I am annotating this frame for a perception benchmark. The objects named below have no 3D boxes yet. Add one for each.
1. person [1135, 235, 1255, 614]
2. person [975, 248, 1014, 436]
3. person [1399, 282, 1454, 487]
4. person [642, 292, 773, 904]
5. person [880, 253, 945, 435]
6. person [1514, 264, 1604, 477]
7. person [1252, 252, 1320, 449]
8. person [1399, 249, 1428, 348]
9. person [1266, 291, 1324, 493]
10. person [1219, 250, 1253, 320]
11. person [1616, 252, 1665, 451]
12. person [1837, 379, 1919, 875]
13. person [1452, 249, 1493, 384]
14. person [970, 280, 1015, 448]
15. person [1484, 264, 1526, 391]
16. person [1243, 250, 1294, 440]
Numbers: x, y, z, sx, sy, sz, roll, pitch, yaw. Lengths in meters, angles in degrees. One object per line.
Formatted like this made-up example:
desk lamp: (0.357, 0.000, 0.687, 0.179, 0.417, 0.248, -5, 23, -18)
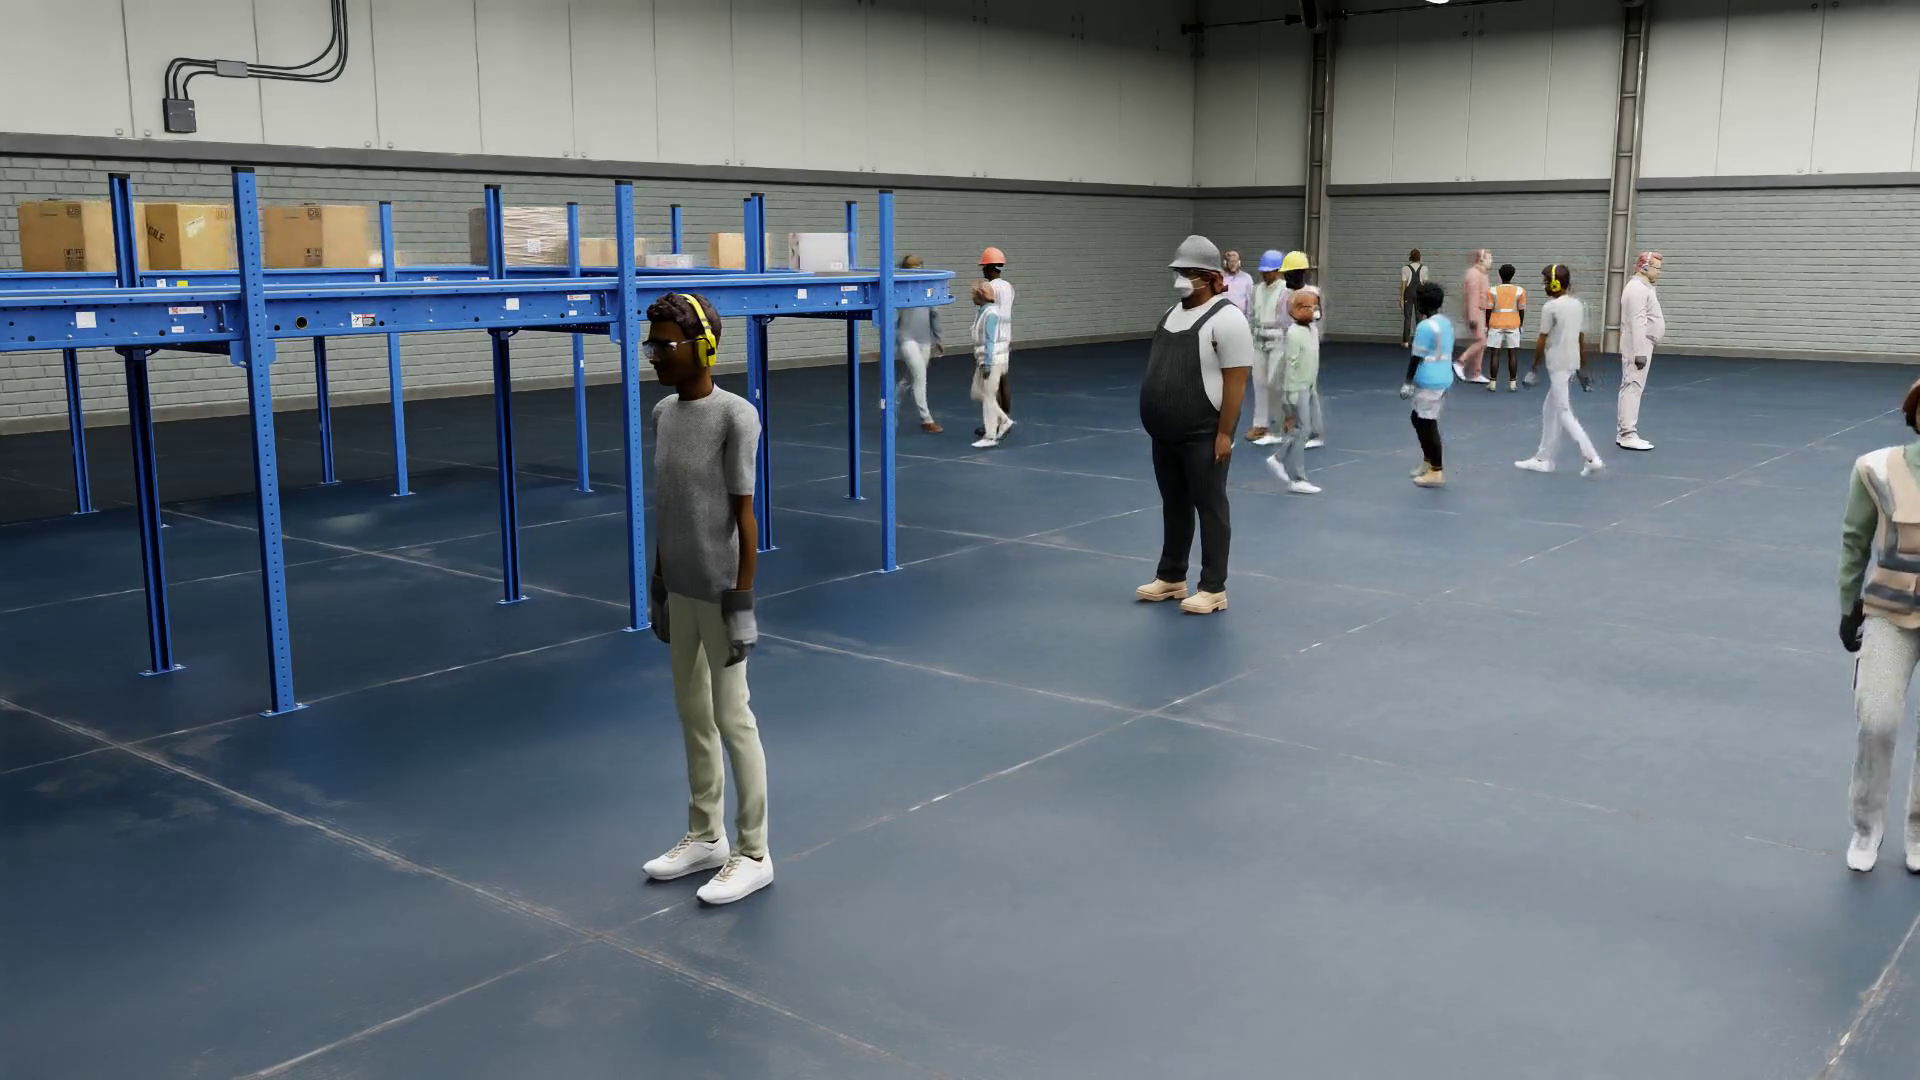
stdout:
person: (1.243, -0.615, 9.124, 0.538, 2.000, 0.684, -6, 12, -31)
person: (0.339, -2.056, 17.275, 0.362, 1.935, 0.553, 5, 11, 26)
person: (3.835, -1.285, 13.738, 0.484, 1.676, 0.535, 7, 12, 33)
person: (-0.794, 0.175, 5.137, 0.514, 1.865, 0.312, 10, 14, 44)
person: (-0.552, -2.088, 17.602, 0.678, 1.892, 0.946, -10, 14, -43)
person: (5.221, -1.455, 14.312, 0.500, 1.831, 0.874, -9, 14, -41)
person: (3.172, -1.815, 16.036, 0.793, 1.895, 0.599, -3, 11, -18)
person: (8.573, -4.568, 31.447, 0.504, 1.847, 0.345, 1, 10, 4)
person: (2.726, -1.197, 13.398, 0.419, 1.617, 0.515, 7, 12, 32)
person: (3.734, -3.069, 23.072, 0.654, 1.884, 0.794, 0, 10, -3)
person: (6.627, -1.842, 16.194, 0.407, 1.902, 0.638, 3, 11, 17)
person: (3.042, 0.279, 5.235, 0.516, 1.621, 0.494, 5, 12, 28)
person: (7.307, -3.153, 23.472, 0.453, 1.891, 0.659, 5, 11, 27)
person: (0.297, -1.721, 16.265, 0.402, 1.621, 0.531, -3, 11, -15)
person: (7.333, -2.864, 22.421, 0.537, 1.696, 0.321, 2, 10, 11)
person: (3.164, -1.960, 16.794, 0.590, 1.917, 0.680, -8, 13, -39)
